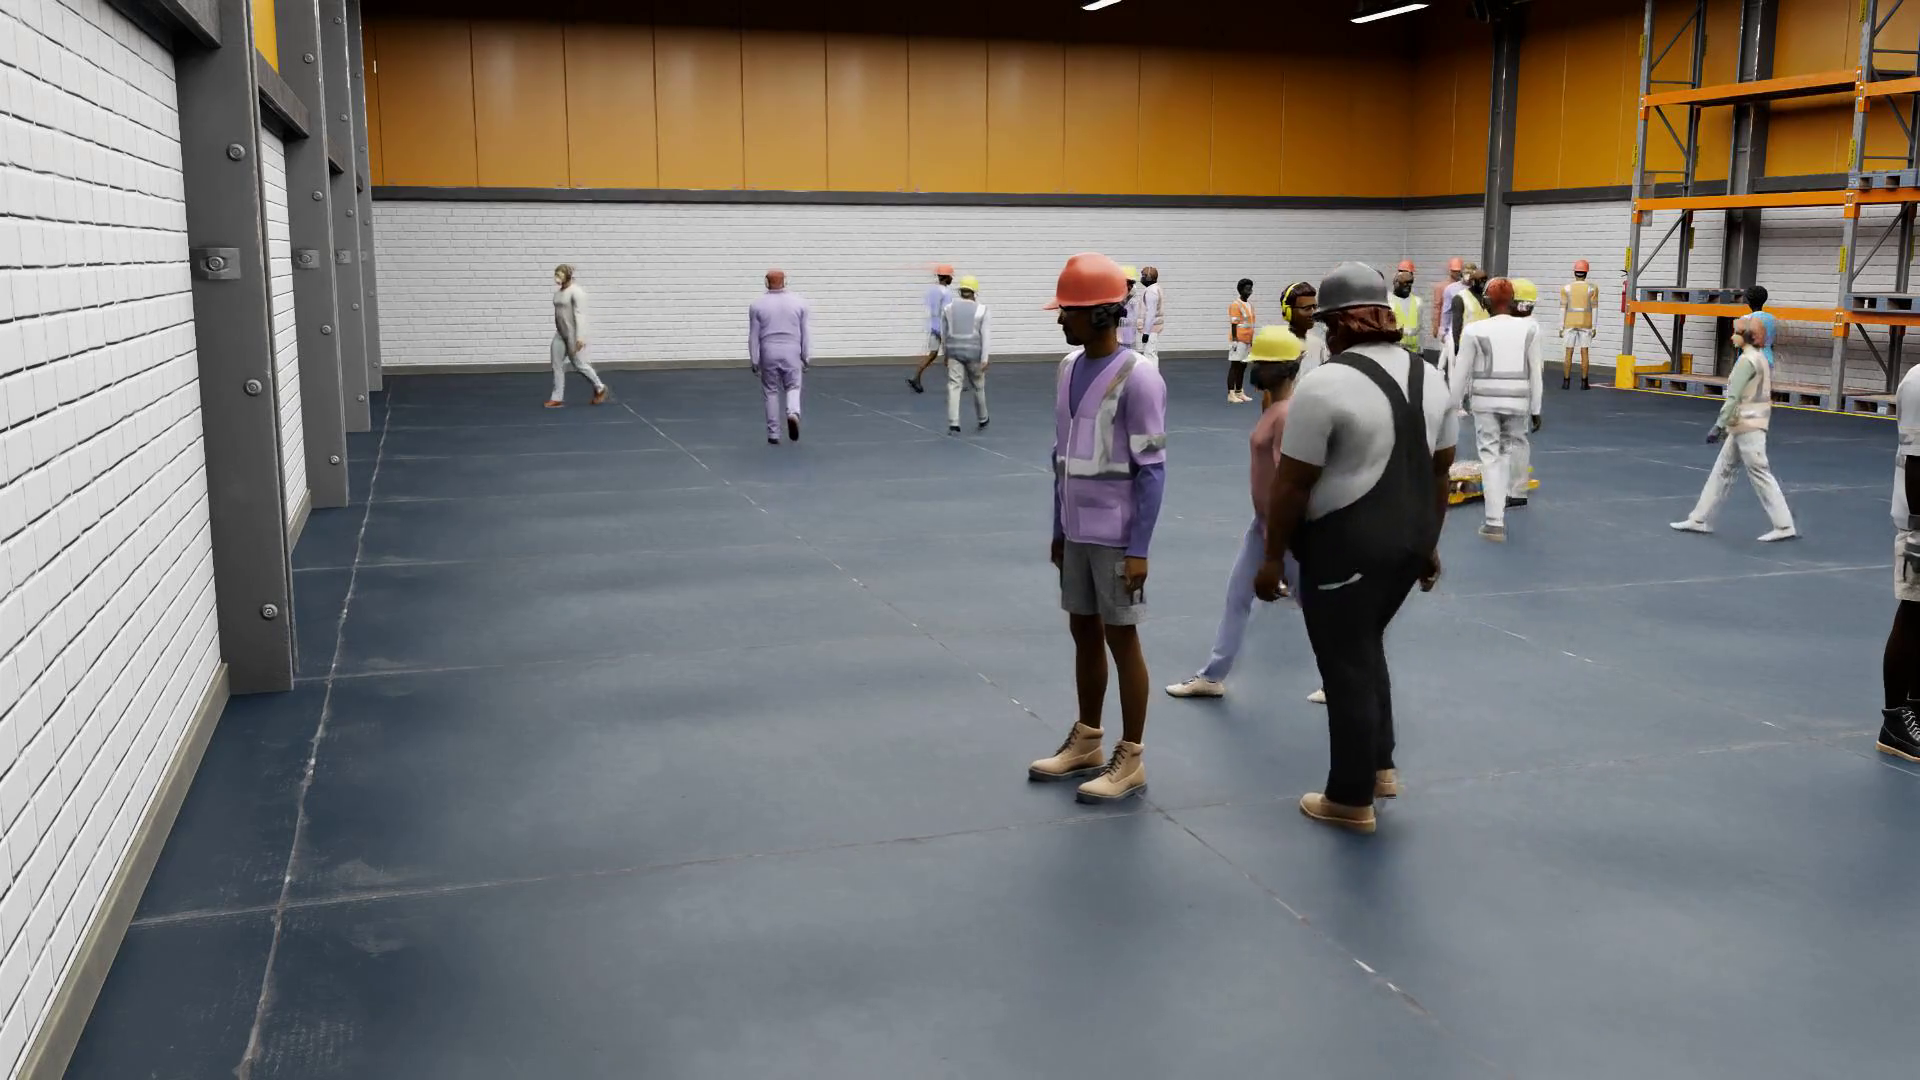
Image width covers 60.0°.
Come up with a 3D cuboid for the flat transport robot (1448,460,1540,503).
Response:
[{"bbox_3d":[4.228,-0.504,14.016,1.431,0.197,0.652,-9,13,-41],"label":"flat transport robot"}]

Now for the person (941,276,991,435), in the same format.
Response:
[{"bbox_3d":[0.072,-2.106,18.932,0.608,1.778,0.946,2,10,13],"label":"person"}]

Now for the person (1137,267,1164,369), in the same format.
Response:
[{"bbox_3d":[2.719,-3.013,24.004,0.429,1.844,0.627,2,10,12],"label":"person"}]

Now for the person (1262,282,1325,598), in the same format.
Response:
[{"bbox_3d":[2.003,-0.594,9.931,0.514,1.867,0.328,-8,13,-38],"label":"person"}]

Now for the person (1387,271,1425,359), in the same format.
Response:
[{"bbox_3d":[5.138,-2.214,19.433,0.636,1.829,0.438,-2,10,-13],"label":"person"}]

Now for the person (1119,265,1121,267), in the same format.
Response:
[{"bbox_3d":[2.143,-2.937,23.451,0.647,1.889,0.762,-6,11,-30],"label":"person"}]

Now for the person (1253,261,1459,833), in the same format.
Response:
[{"bbox_3d":[1.399,0.006,5.948,0.710,2.000,0.538,-8,13,-40],"label":"person"}]

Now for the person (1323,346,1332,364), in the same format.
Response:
[{"bbox_3d":[5.683,-3.036,24.812,0.522,1.608,0.786,-6,12,-33],"label":"person"}]

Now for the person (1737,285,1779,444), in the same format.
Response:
[{"bbox_3d":[8.450,-1.854,17.702,0.535,1.699,0.321,-5,11,-25],"label":"person"}]

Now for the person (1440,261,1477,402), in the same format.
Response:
[{"bbox_3d":[6.884,-2.825,22.674,0.662,1.919,0.626,3,10,19],"label":"person"}]

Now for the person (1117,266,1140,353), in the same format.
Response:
[{"bbox_3d":[2.097,-2.616,21.605,0.582,1.887,0.988,-9,13,-41],"label":"person"}]

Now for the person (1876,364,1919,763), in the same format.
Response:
[{"bbox_3d":[3.980,-0.090,6.718,0.607,1.966,0.367,-8,13,-39],"label":"person"}]

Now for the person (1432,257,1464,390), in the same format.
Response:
[{"bbox_3d":[7.295,-3.171,24.541,0.615,1.977,0.438,-1,10,-9],"label":"person"}]

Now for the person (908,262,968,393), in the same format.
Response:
[{"bbox_3d":[-0.331,-3.093,24.293,0.905,1.911,0.548,-6,12,-33],"label":"person"}]

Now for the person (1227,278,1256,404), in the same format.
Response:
[{"bbox_3d":[3.842,-2.711,22.665,0.319,1.698,0.539,7,12,37],"label":"person"}]

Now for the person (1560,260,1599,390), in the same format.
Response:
[{"bbox_3d":[9.243,-3.211,24.872,0.542,1.938,0.358,4,10,21],"label":"person"}]

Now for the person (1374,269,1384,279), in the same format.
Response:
[{"bbox_3d":[5.397,-2.622,21.794,0.551,1.817,0.997,-1,10,-8],"label":"person"}]

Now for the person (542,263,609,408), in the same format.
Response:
[{"bbox_3d":[-5.135,-2.709,22.067,0.637,1.909,0.916,9,13,42],"label":"person"}]

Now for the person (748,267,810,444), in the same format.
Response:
[{"bbox_3d":[-1.927,-1.956,17.737,0.668,1.889,0.506,-1,10,-9],"label":"person"}]

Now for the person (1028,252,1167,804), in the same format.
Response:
[{"bbox_3d":[0.506,-0.038,6.206,0.395,2.040,0.607,-5,11,-28],"label":"person"}]

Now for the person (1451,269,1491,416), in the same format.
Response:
[{"bbox_3d":[6.447,-2.470,20.866,0.632,1.840,0.429,-4,11,-21],"label":"person"}]

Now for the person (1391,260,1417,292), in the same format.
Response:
[{"bbox_3d":[7.245,-3.616,27.261,0.409,1.927,0.557,4,11,22],"label":"person"}]

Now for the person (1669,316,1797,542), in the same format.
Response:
[{"bbox_3d":[5.594,-0.791,11.859,0.853,1.597,0.518,6,11,30],"label":"person"}]

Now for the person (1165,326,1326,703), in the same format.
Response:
[{"bbox_3d":[1.436,-0.100,7.493,0.893,1.720,0.535,0,10,-1],"label":"person"}]

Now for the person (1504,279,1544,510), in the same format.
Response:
[{"bbox_3d":[4.439,-1.160,13.299,0.404,1.831,0.614,3,10,15],"label":"person"}]

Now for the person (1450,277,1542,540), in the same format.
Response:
[{"bbox_3d":[3.827,-0.954,12.017,0.622,1.856,0.708,-1,10,-6],"label":"person"}]
